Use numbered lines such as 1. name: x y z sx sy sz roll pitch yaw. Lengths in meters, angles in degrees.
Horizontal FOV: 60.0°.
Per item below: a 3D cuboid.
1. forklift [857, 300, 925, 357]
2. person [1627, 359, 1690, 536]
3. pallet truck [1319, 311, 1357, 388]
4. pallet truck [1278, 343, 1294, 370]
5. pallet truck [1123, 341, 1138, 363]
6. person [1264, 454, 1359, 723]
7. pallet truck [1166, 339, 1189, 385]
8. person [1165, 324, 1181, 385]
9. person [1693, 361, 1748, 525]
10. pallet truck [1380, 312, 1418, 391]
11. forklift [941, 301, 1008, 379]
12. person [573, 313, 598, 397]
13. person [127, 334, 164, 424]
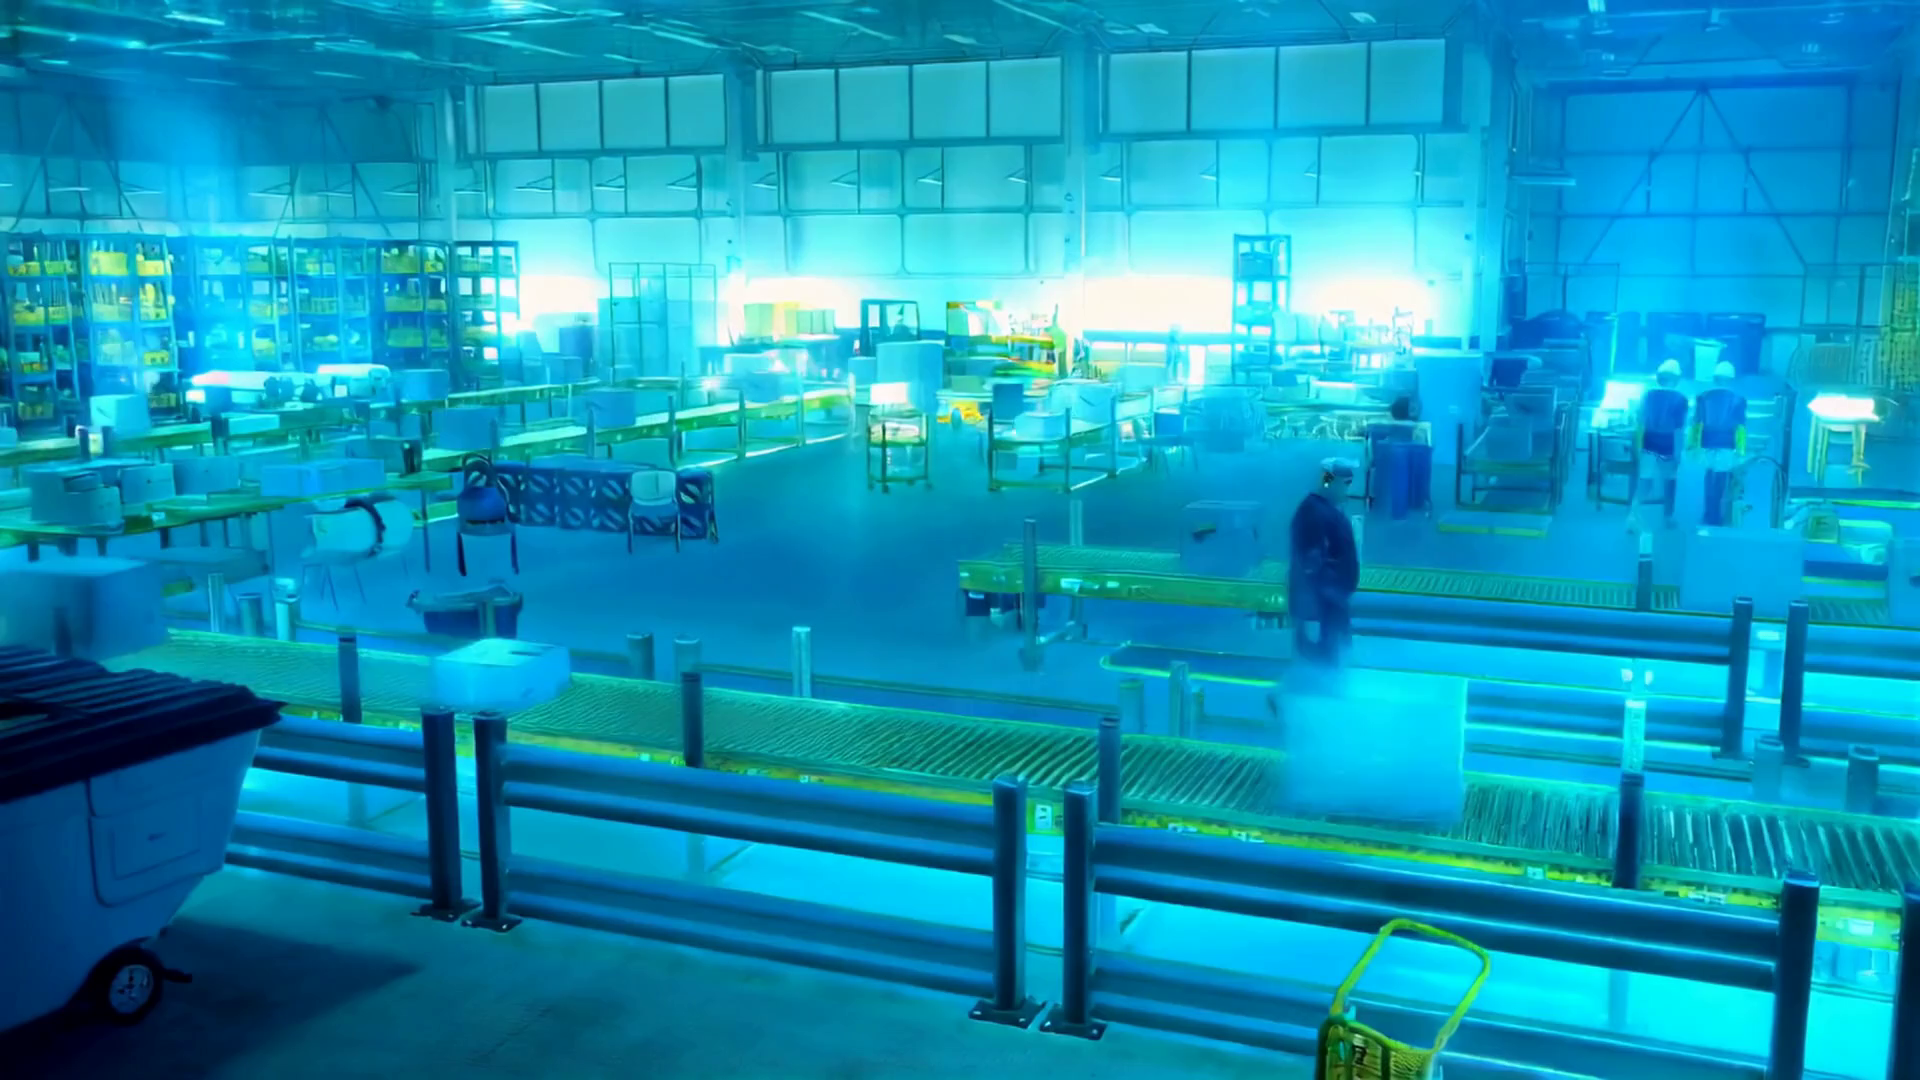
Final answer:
1. forklift: -1.732 -5.109 42.468 1.157 1.987 2.680 4 10 22
2. person: 7.841 -1.030 18.693 1.034 2.000 0.616 -8 12 -41
3. pallet truck: 9.071 -4.419 39.190 0.823 1.965 1.885 5 10 26
4. pallet truck: 7.886 -4.163 39.743 0.653 1.274 1.630 4 10 22
5. pallet truck: 4.445 -4.380 41.279 0.680 1.201 1.601 4 10 22
6. person: 2.197 0.402 10.311 0.544 1.893 0.658 5 11 30
7. pallet truck: 5.418 -4.269 40.420 0.704 1.261 1.522 3 10 20
8. person: 4.628 -3.788 36.073 0.326 1.767 0.533 4 10 23
9. person: 8.982 -1.145 19.611 0.568 1.907 0.737 8 12 41
10. pallet truck: 10.207 -4.283 38.369 0.823 1.965 1.885 3 10 20
11. forklift: 0.365 -4.966 41.571 1.157 1.987 2.680 3 10 20
12. person: -8.695 -4.292 38.593 0.621 1.942 1.035 8 12 41
13. person: -15.295 -2.962 31.133 0.959 1.764 0.591 3 10 20
